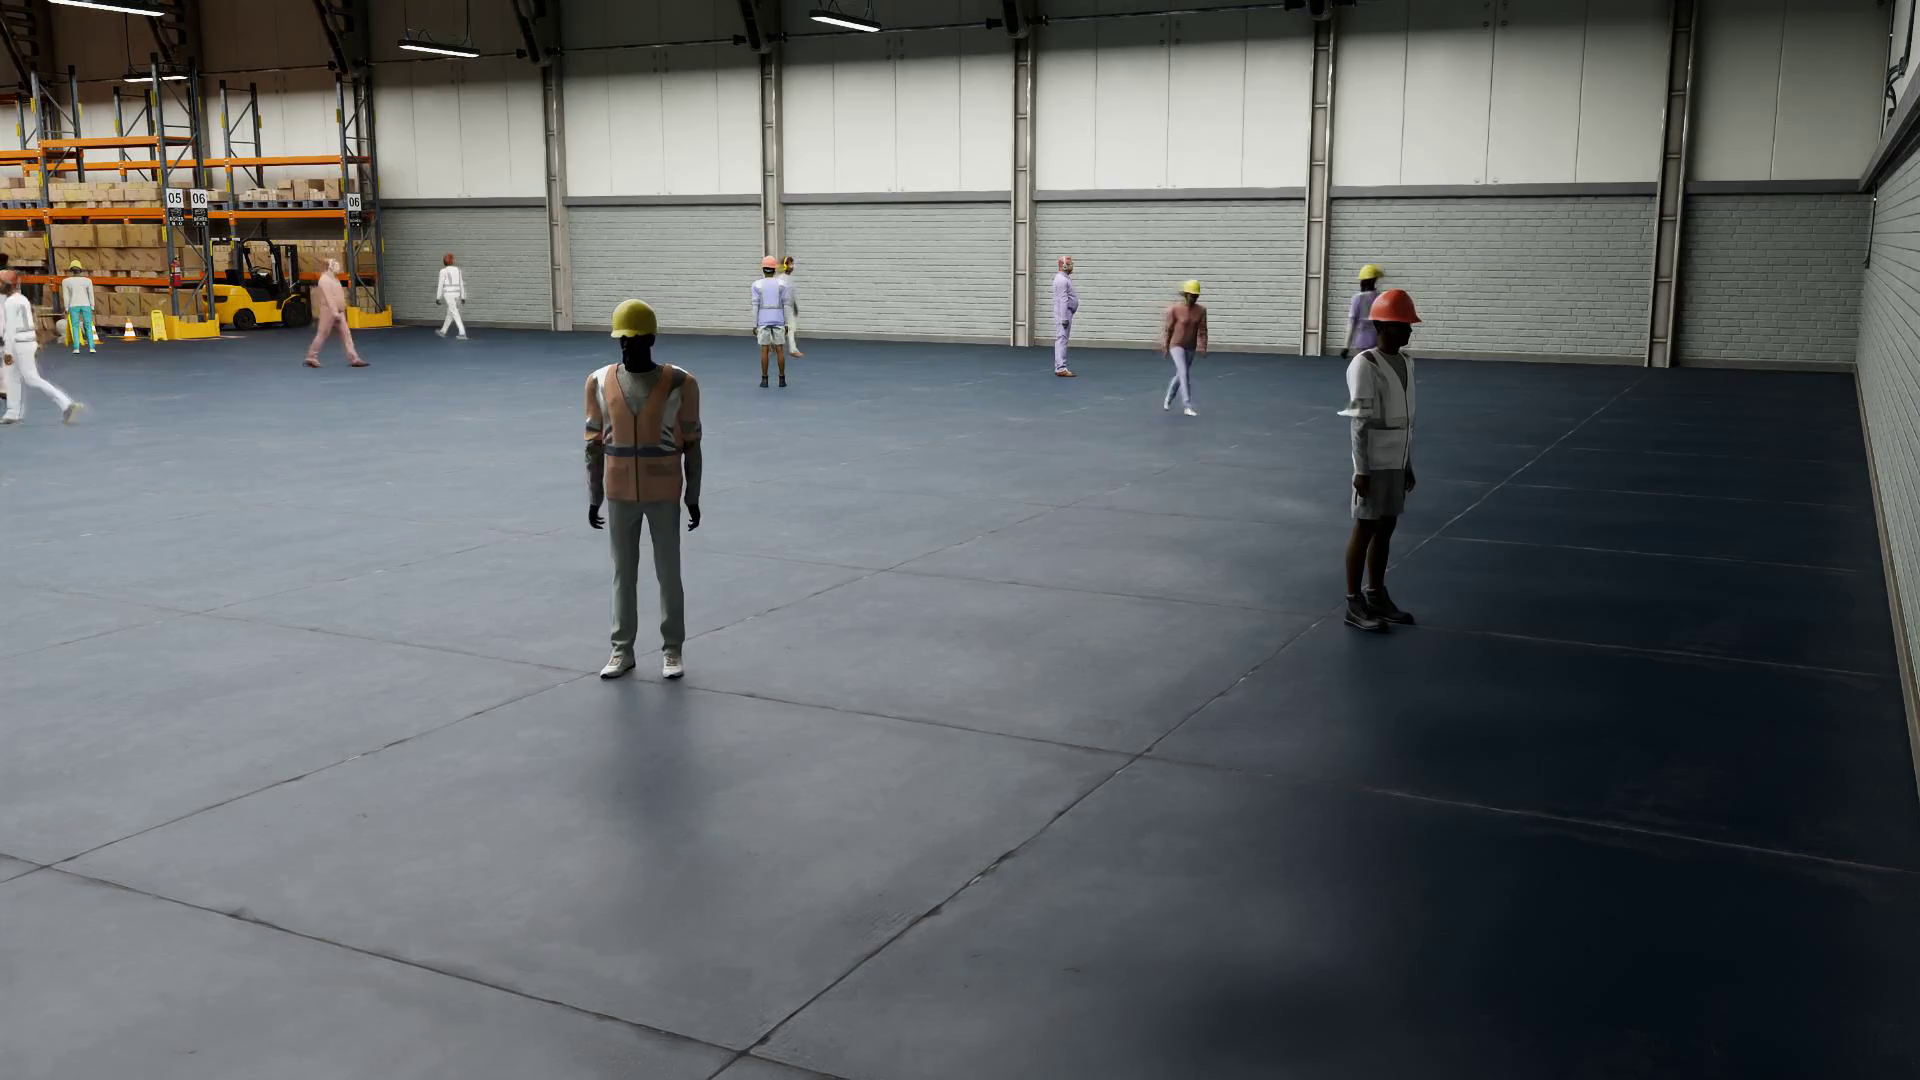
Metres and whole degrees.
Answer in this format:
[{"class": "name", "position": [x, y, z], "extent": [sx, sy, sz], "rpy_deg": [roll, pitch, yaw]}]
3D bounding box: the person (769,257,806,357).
[{"class": "person", "position": [-3.207, -4.296, 30.676], "extent": [0.710, 1.852, 0.528], "rpy_deg": [2, 11, 13]}]

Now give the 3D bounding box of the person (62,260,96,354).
[{"class": "person", "position": [-16.712, -4.414, 31.565], "extent": [0.525, 1.769, 0.316], "rpy_deg": [-6, 12, -30]}]

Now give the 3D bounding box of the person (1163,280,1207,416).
[{"class": "person", "position": [2.806, -2.442, 21.014], "extent": [0.531, 1.704, 0.910], "rpy_deg": [-4, 11, -21]}]

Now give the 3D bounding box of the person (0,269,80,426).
[{"class": "person", "position": [-10.977, -2.259, 19.611], "extent": [0.894, 1.857, 0.584], "rpy_deg": [-4, 11, -20]}]

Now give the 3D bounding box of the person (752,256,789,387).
[{"class": "person", "position": [-2.804, -3.222, 24.592], "extent": [0.543, 1.940, 0.361], "rpy_deg": [-2, 11, -11]}]

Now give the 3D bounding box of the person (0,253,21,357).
[{"class": "person", "position": [-17.367, -4.271, 30.344], "extent": [0.932, 1.935, 0.616], "rpy_deg": [3, 11, 14]}]

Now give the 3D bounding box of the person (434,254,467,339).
[{"class": "person", "position": [-11.093, -5.279, 36.099], "extent": [0.972, 1.829, 0.603], "rpy_deg": [5, 12, 26]}]

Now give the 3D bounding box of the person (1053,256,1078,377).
[{"class": "person", "position": [1.682, -3.564, 26.536], "extent": [0.407, 1.913, 0.641], "rpy_deg": [0, 10, 1]}]

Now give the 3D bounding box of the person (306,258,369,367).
[{"class": "person", "position": [-10.686, -3.848, 28.261], "extent": [1.011, 1.859, 0.644], "rpy_deg": [1, 10, 3]}]

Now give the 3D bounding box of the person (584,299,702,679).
[{"class": "person", "position": [-1.597, -0.247, 8.399], "extent": [0.591, 1.926, 0.386], "rpy_deg": [0, 10, 2]}]

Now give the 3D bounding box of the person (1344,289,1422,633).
[{"class": "person", "position": [2.427, -0.451, 9.486], "extent": [0.542, 1.938, 0.358], "rpy_deg": [-10, 15, -44]}]

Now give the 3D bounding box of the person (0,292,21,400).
[{"class": "person", "position": [-12.999, -2.777, 22.322], "extent": [0.662, 1.887, 0.613], "rpy_deg": [3, 11, 14]}]

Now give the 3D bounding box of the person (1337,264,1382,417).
[{"class": "person", "position": [4.991, -2.400, 20.242], "extent": [0.588, 1.899, 0.905], "rpy_deg": [-8, 13, -37]}]
